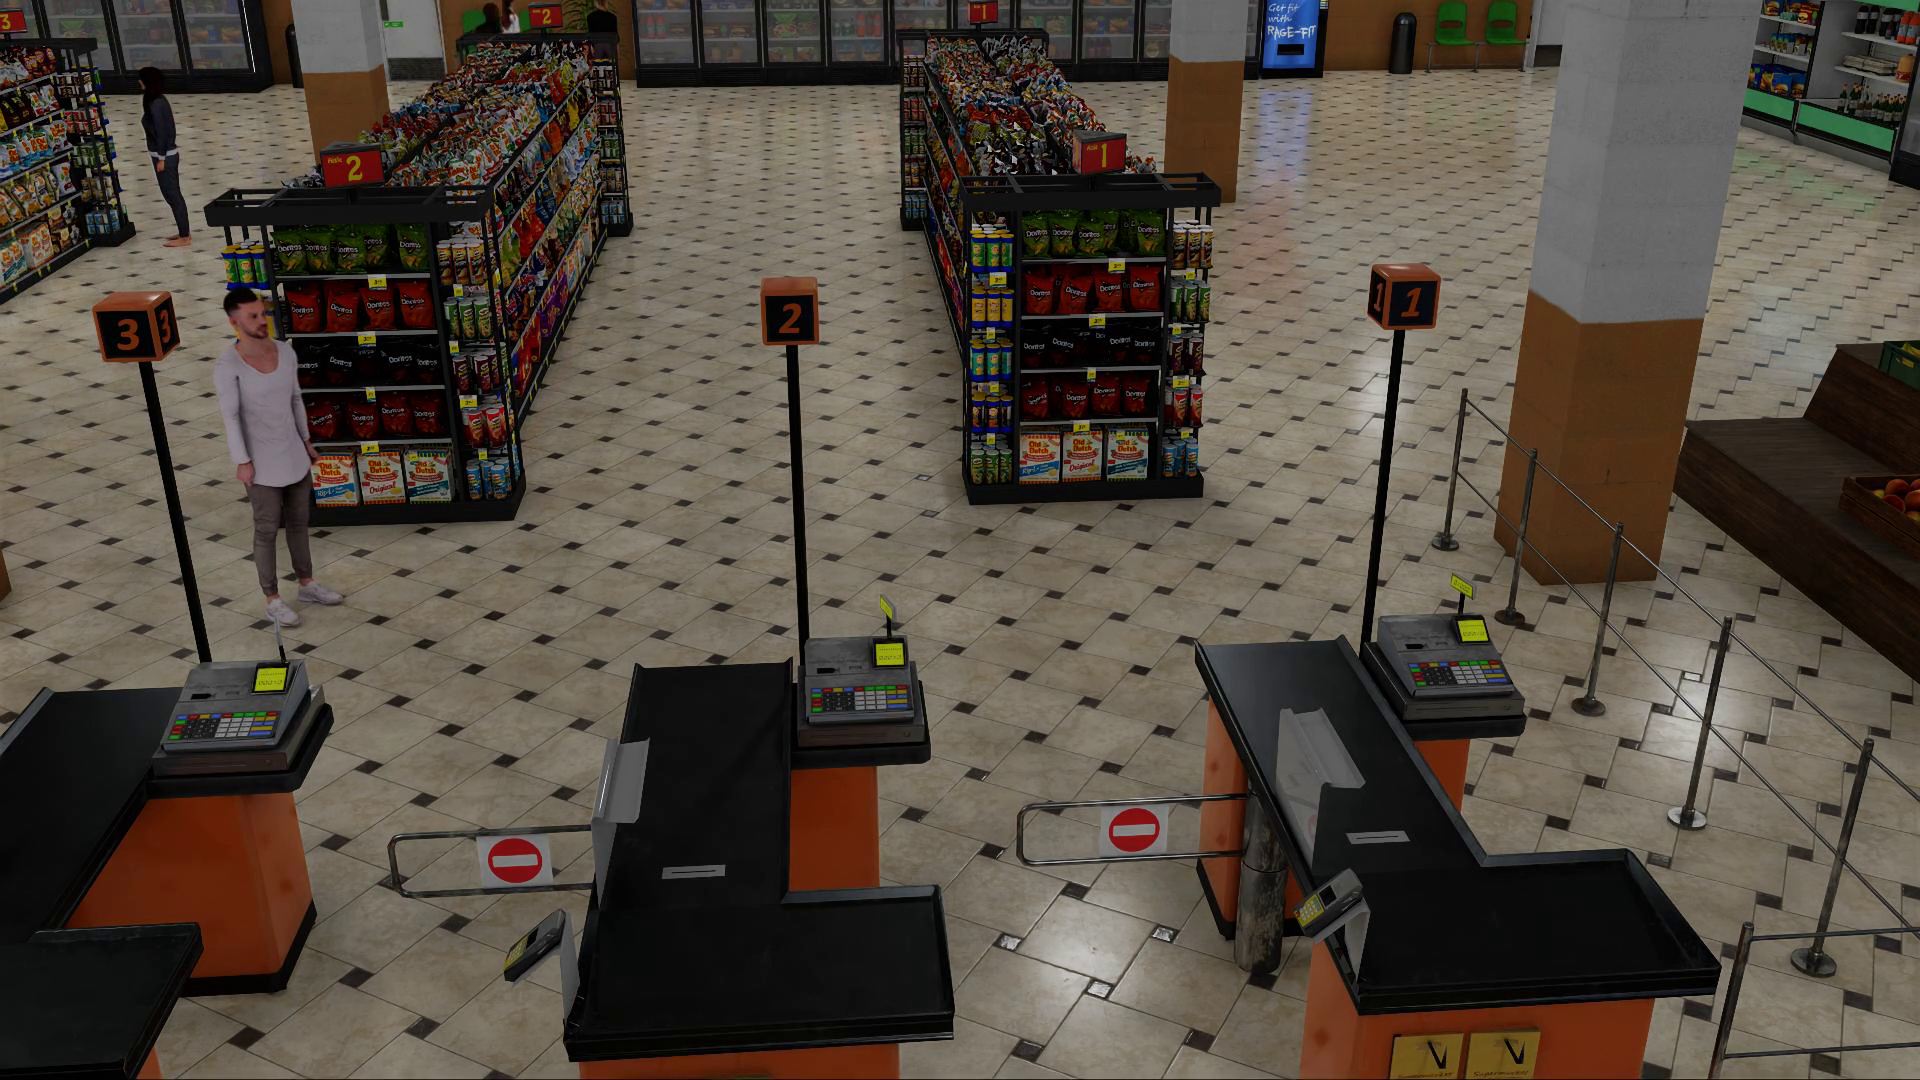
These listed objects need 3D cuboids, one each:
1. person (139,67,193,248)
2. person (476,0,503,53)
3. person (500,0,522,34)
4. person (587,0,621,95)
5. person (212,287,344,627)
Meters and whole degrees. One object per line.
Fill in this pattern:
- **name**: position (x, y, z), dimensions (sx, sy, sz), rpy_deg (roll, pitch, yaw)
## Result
- **person**: position (-8.030, -3.880, 16.809), dimensions (0.721, 1.768, 0.550), rpy_deg (-8, 25, -18)
- **person**: position (-6.157, -6.089, 21.801), dimensions (0.924, 1.813, 0.983), rpy_deg (18, 29, 35)
- **person**: position (-6.903, -7.552, 25.480), dimensions (0.739, 1.544, 0.878), rpy_deg (10, 25, 21)
- **person**: position (-5.215, -7.148, 24.397), dimensions (0.605, 1.672, 0.532), rpy_deg (-3, 24, -7)
- **person**: position (-3.687, -0.461, 8.904), dimensions (0.816, 1.840, 0.697), rpy_deg (11, 26, 24)
